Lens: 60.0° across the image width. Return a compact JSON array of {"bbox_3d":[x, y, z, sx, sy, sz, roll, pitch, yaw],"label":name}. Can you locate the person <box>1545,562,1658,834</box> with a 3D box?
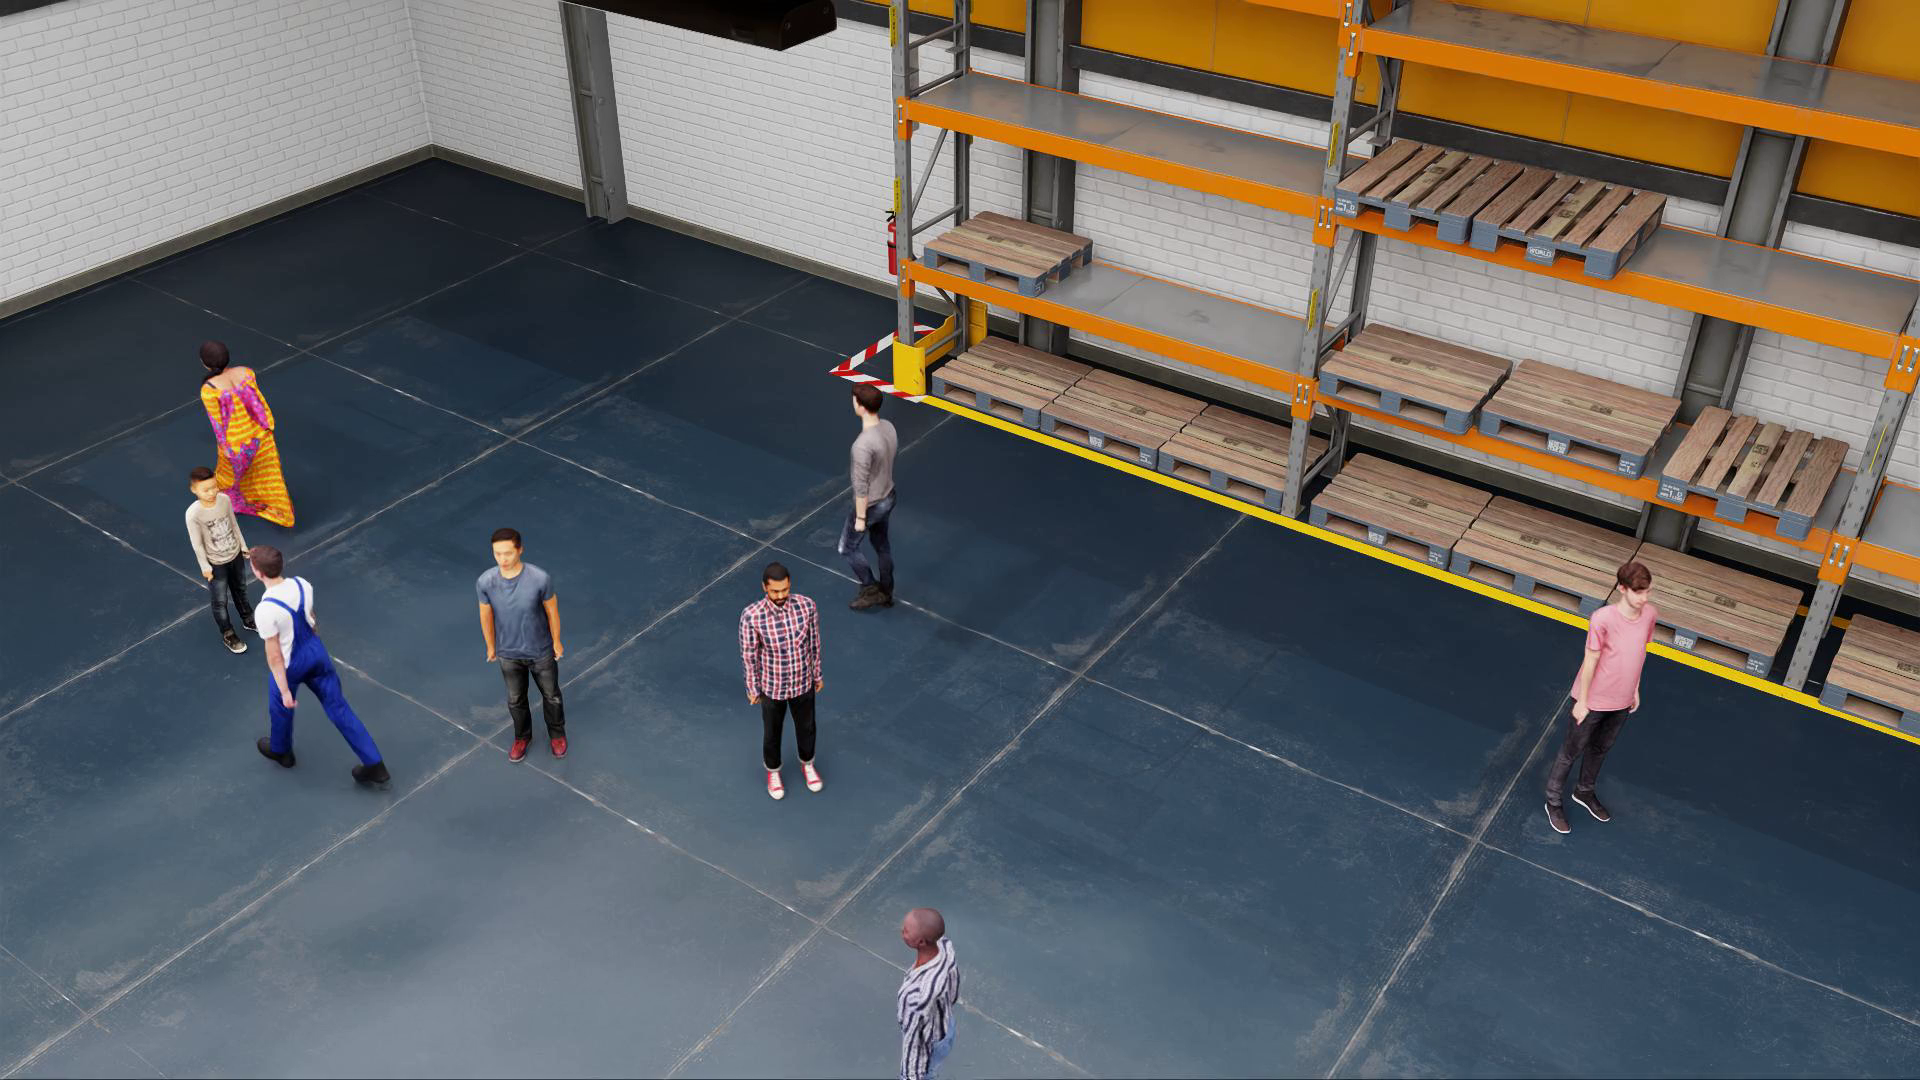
[{"bbox_3d":[4.036,0.962,10.434,0.711,1.958,0.734,-12,35,-17],"label":"person"}]

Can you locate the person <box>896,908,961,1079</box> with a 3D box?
[{"bbox_3d":[-0.078,2.526,8.248,1.046,1.773,0.888,5,34,8],"label":"person"}]

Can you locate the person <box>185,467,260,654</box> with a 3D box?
[{"bbox_3d":[-5.404,0.112,12.157,0.546,1.465,0.582,16,37,22],"label":"person"}]

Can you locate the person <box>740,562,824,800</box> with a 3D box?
[{"bbox_3d":[-1.124,0.885,10.730,0.777,1.759,0.790,-13,36,-19],"label":"person"}]

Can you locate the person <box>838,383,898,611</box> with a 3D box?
[{"bbox_3d":[-0.572,-0.261,12.333,0.673,1.894,0.773,14,36,20],"label":"person"}]

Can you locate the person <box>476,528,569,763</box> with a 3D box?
[{"bbox_3d":[-2.874,0.680,10.992,0.702,1.809,0.783,-3,34,-5],"label":"person"}]

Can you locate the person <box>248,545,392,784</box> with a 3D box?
[{"bbox_3d":[-4.164,0.861,10.730,1.326,1.800,0.777,15,37,22],"label":"person"}]

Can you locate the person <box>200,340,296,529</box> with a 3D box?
[{"bbox_3d":[-5.767,-0.848,13.436,1.162,1.649,0.688,24,41,32],"label":"person"}]
